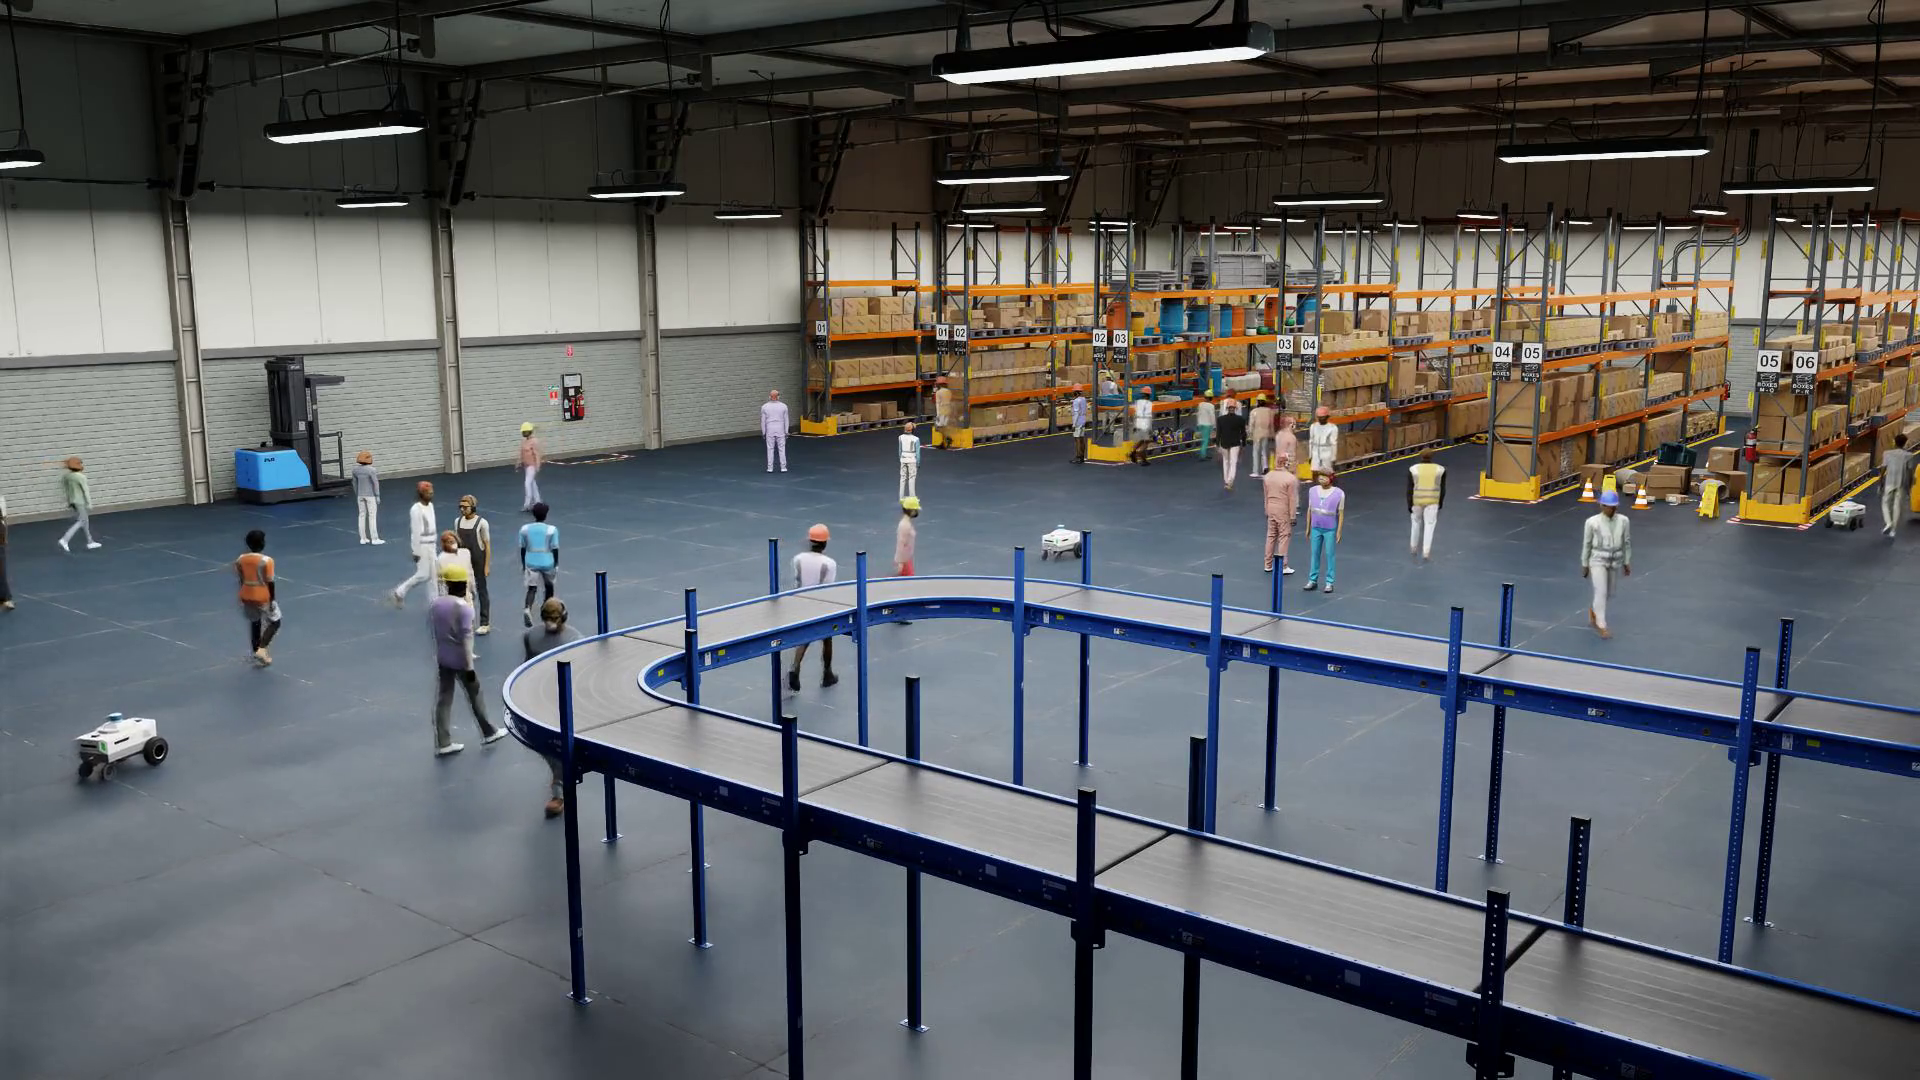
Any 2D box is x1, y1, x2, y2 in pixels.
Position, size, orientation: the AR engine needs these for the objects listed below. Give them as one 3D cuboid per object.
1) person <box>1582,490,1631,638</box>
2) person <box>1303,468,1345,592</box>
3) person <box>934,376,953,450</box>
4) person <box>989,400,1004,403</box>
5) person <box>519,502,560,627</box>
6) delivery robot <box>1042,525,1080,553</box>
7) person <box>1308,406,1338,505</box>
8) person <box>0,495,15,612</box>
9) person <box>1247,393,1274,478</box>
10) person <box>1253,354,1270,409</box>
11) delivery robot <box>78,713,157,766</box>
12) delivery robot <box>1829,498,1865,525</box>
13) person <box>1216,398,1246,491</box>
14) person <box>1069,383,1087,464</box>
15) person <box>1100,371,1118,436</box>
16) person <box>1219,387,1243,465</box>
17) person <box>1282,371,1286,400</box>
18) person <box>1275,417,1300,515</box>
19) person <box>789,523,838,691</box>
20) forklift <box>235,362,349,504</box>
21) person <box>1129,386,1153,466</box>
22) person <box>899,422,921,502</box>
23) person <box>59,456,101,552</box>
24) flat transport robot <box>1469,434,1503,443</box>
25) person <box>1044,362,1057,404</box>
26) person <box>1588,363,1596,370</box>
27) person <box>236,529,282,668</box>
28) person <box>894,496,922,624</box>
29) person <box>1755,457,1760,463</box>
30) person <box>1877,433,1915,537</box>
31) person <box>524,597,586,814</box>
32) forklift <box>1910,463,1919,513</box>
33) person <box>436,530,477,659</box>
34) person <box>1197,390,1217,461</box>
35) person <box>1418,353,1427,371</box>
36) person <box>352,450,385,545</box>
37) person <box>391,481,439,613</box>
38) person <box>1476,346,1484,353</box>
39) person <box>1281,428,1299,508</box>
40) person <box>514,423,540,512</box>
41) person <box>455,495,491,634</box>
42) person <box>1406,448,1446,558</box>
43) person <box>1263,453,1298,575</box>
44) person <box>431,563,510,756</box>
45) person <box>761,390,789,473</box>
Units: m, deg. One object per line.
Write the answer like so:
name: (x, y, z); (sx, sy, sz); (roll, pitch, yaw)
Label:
person: (8.430, 0.275, 20.505); (0.608, 1.925, 0.764); (-1, 10, -6)
person: (5.401, -0.155, 23.166); (0.563, 1.838, 0.390); (7, 12, 36)
person: (-0.416, -3.305, 40.685); (0.565, 1.918, 0.565); (8, 13, 40)
person: (1.100, -4.333, 46.560); (0.645, 1.893, 1.011); (7, 12, 35)
person: (-5.618, 0.336, 20.865); (0.554, 1.668, 0.762); (0, 10, -3)
delivery robot: (1.662, -0.001, 25.766); (0.477, 0.478, 0.707); (8, 13, 38)
person: (7.355, -1.729, 31.583); (0.612, 2.007, 0.898); (8, 13, 36)
person: (-13.611, 0.008, 21.796); (1.019, 2.000, 0.695); (9, 14, 43)
person: (6.784, -2.361, 35.398); (0.687, 1.901, 0.462); (-3, 10, -16)
person: (9.901, -5.184, 51.468); (0.560, 1.833, 0.887); (5, 11, 27)
delivery robot: (-8.088, 1.908, 15.021); (0.477, 0.478, 0.707); (3, 10, 16)
delivery robot: (16.307, -0.529, 28.734); (0.707, 0.478, 0.477); (-7, 12, -35)
person: (5.793, -2.047, 33.475); (0.627, 1.966, 0.928); (3, 10, 15)
person: (2.856, -2.832, 37.949); (0.360, 1.939, 0.543); (5, 11, 28)
person: (4.205, -3.835, 43.900); (0.599, 1.827, 0.404); (9, 13, 40)
person: (6.495, -2.727, 37.530); (0.657, 1.872, 0.435); (9, 13, 40)
person: (10.285, -4.850, 49.698); (0.871, 1.791, 0.607); (-9, 13, -41)
person: (6.336, -1.432, 30.183); (0.452, 1.898, 0.668); (-4, 11, -20)
person: (-1.665, 0.769, 17.768); (0.548, 1.912, 0.814); (4, 11, 20)
forklift: (-13.803, -2.244, 32.110); (1.129, 2.768, 1.873); (8, 13, 37)
person: (4.385, -2.727, 37.428); (0.523, 1.921, 0.543); (-6, 12, -32)
person: (-1.029, -1.570, 31.714); (0.519, 1.633, 0.311); (7, 12, 34)
person: (-14.914, -0.618, 26.388); (0.504, 1.609, 0.736); (6, 12, 29)
flat transport robot: (14.562, -2.749, 42.292); (1.431, 0.197, 0.652); (-1, 10, -3)
person: (2.747, -4.474, 47.501); (0.404, 1.828, 0.592); (-8, 13, -37)
person: (19.049, -4.441, 47.349); (0.566, 1.826, 0.629); (8, 13, 40)
person: (-8.413, 0.705, 18.764); (0.537, 1.684, 0.382); (3, 10, 14)
person: (-0.720, 0.282, 20.922); (0.431, 1.749, 0.568); (1, 10, 4)
person: (19.538, -2.794, 37.831); (0.717, 1.896, 0.627); (-3, 10, -16)
person: (16.596, -0.979, 27.764); (0.546, 1.852, 0.406); (4, 11, 22)
person: (-3.603, 1.433, 14.001); (0.674, 1.919, 0.814); (2, 10, 10)
forklift: (19.034, -1.348, 28.998); (2.313, 2.155, 1.214); (8, 13, 37)
person: (-6.216, 0.654, 19.283); (0.529, 1.604, 0.529); (7, 12, 33)
person: (6.123, -2.821, 38.434); (0.683, 1.742, 0.546); (-6, 12, -31)
person: (14.708, -5.000, 50.030); (0.658, 1.966, 0.803); (0, 10, -3)
person: (-10.235, -0.737, 27.018); (0.497, 1.633, 0.285); (3, 11, 17)
person: (-7.495, 0.104, 21.656); (0.698, 1.867, 0.587); (1, 10, 4)
person: (17.894, -5.716, 54.104); (0.362, 1.962, 0.614); (1, 10, 8)
person: (6.395, -1.420, 30.938); (0.740, 1.607, 0.513); (1, 10, 4)
person: (-8.490, -1.409, 30.497); (0.695, 1.746, 0.536); (-9, 14, -41)
person: (-6.384, 0.318, 20.482); (0.507, 1.847, 0.351); (3, 11, 18)
person: (7.713, -0.627, 25.949); (0.623, 1.791, 0.972); (2, 10, 13)
person: (5.039, -0.419, 24.500); (0.401, 1.899, 0.636); (-6, 12, -32)
person: (-4.920, 1.155, 15.612); (0.612, 1.893, 0.871); (6, 12, 32)
person: (-4.281, -2.515, 36.252); (0.639, 1.910, 0.406); (-1, 10, -6)
